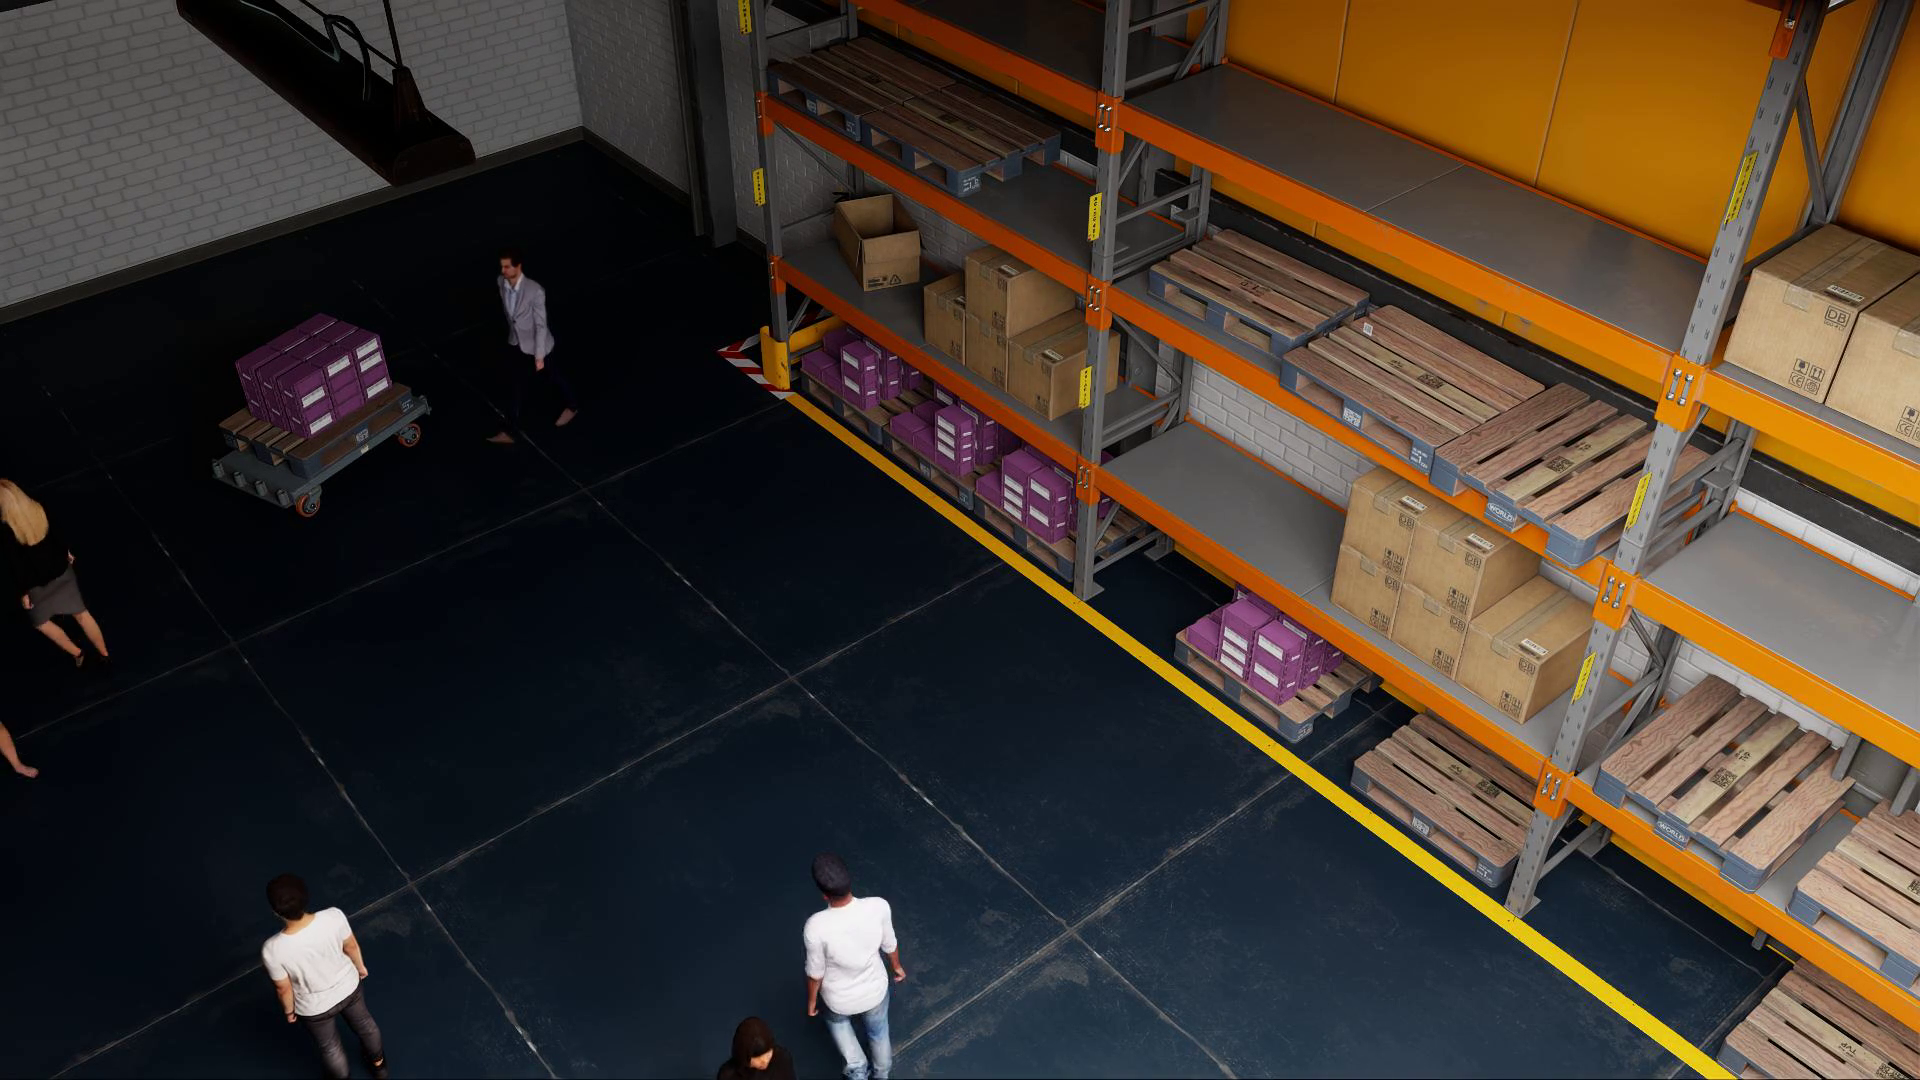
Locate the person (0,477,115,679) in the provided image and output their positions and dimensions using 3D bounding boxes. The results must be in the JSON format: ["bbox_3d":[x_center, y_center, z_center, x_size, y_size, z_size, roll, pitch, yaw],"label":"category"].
[{"bbox_3d":[-6.304,0.326,11.602,0.802,1.827,0.817,19,42,22],"label":"person"}]

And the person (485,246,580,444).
[{"bbox_3d":[-3.576,-1.711,14.170,1.208,1.804,1.024,21,43,24],"label":"person"}]

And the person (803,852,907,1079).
[{"bbox_3d":[-0.578,2.453,8.977,0.855,1.778,0.870,-9,40,-12],"label":"person"}]

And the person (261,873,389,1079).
[{"bbox_3d":[-3.461,2.434,9.047,0.635,1.722,0.537,-31,48,-33],"label":"person"}]

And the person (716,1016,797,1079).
[{"bbox_3d":[-1.042,2.904,8.550,0.744,1.608,1.143,-18,42,-21],"label":"person"}]
